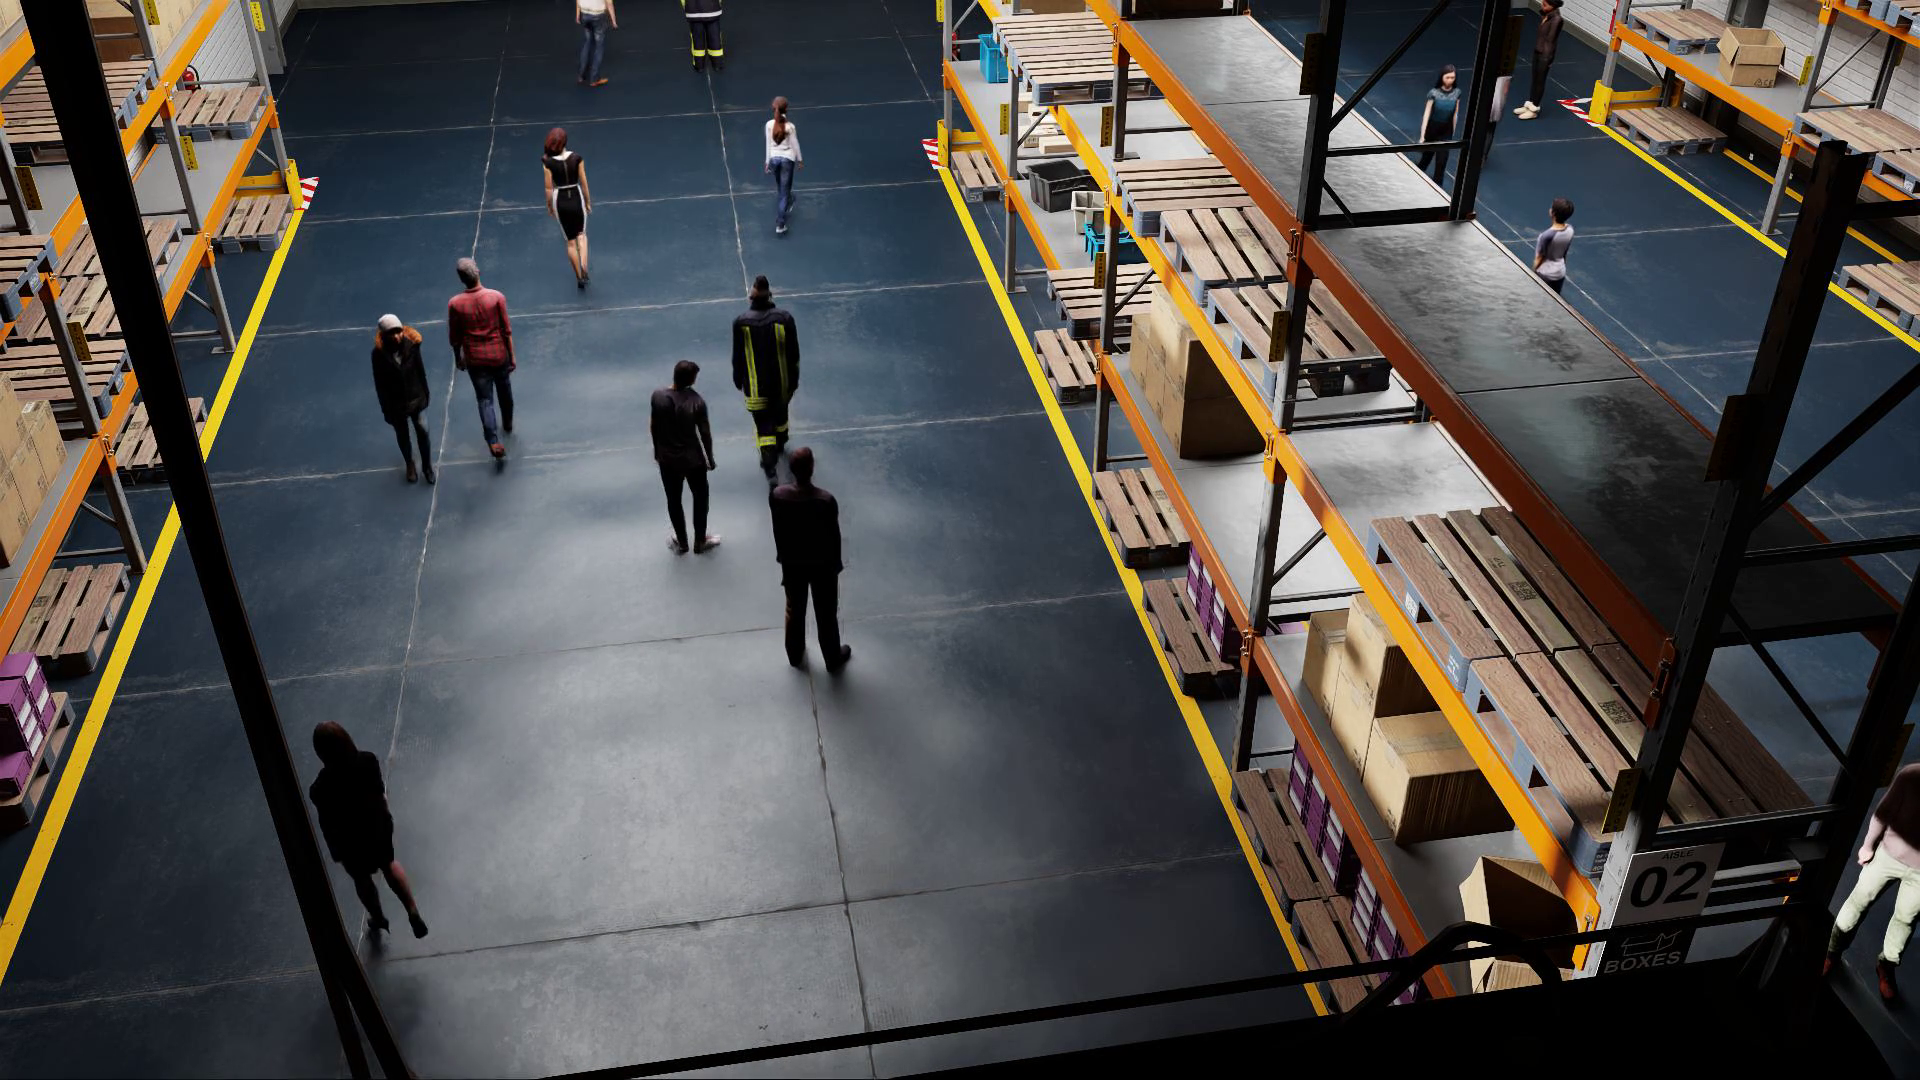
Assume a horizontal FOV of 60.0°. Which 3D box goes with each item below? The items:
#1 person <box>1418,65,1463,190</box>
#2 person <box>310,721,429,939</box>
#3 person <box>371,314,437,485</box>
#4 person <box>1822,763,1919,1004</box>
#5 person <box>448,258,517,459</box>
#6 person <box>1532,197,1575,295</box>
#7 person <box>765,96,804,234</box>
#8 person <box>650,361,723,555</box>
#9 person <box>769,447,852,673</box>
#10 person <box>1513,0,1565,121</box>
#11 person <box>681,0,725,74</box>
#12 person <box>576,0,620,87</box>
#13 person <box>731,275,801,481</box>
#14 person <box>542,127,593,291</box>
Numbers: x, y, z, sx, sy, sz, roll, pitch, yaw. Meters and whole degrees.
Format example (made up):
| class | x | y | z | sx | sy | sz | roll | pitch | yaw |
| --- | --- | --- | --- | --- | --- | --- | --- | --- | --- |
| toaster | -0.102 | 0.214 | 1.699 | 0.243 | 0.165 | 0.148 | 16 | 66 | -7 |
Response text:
| class | x | y | z | sx | sy | sz | roll | pitch | yaw |
| --- | --- | --- | --- | --- | --- | --- | --- | --- | --- |
| person | 5.621 | -4.790 | 19.694 | 0.726 | 1.691 | 1.122 | 0 | 34 | 1 |
| person | -3.474 | 1.777 | 9.815 | 0.932 | 1.691 | 0.852 | 25 | 41 | 33 |
| person | -4.848 | -1.257 | 14.443 | 0.691 | 1.619 | 0.721 | -13 | 36 | -18 |
| person | 5.457 | 1.838 | 9.563 | 0.780 | 1.868 | 0.819 | 17 | 37 | 24 |
| person | -4.211 | -1.580 | 14.775 | 0.797 | 1.791 | 1.235 | -9 | 35 | -13 |
| person | 5.894 | -2.682 | 16.637 | 0.619 | 1.564 | 0.615 | -17 | 37 | -24 |
| person | -2.058 | -4.273 | 19.083 | 0.863 | 1.506 | 1.163 | 8 | 34 | 12 |
| person | -2.260 | -0.667 | 13.441 | 0.724 | 1.745 | 0.658 | -5 | 34 | -8 |
| person | -1.117 | 0.137 | 12.146 | 0.767 | 1.841 | 0.745 | 8 | 35 | 12 |
| person | 7.840 | -6.502 | 22.298 | 0.627 | 1.659 | 0.568 | -23 | 40 | -31 |
| person | -3.711 | -7.737 | 23.868 | 0.751 | 1.978 | 0.608 | -5 | 34 | -8 |
| person | -5.180 | -7.272 | 23.318 | 0.853 | 1.812 | 0.839 | 5 | 34 | 7 |
| person | -1.673 | -1.386 | 14.445 | 0.795 | 1.833 | 1.132 | -8 | 35 | -12 |
| person | -4.110 | -3.462 | 17.607 | 0.654 | 1.790 | 0.642 | -12 | 36 | -18 |
